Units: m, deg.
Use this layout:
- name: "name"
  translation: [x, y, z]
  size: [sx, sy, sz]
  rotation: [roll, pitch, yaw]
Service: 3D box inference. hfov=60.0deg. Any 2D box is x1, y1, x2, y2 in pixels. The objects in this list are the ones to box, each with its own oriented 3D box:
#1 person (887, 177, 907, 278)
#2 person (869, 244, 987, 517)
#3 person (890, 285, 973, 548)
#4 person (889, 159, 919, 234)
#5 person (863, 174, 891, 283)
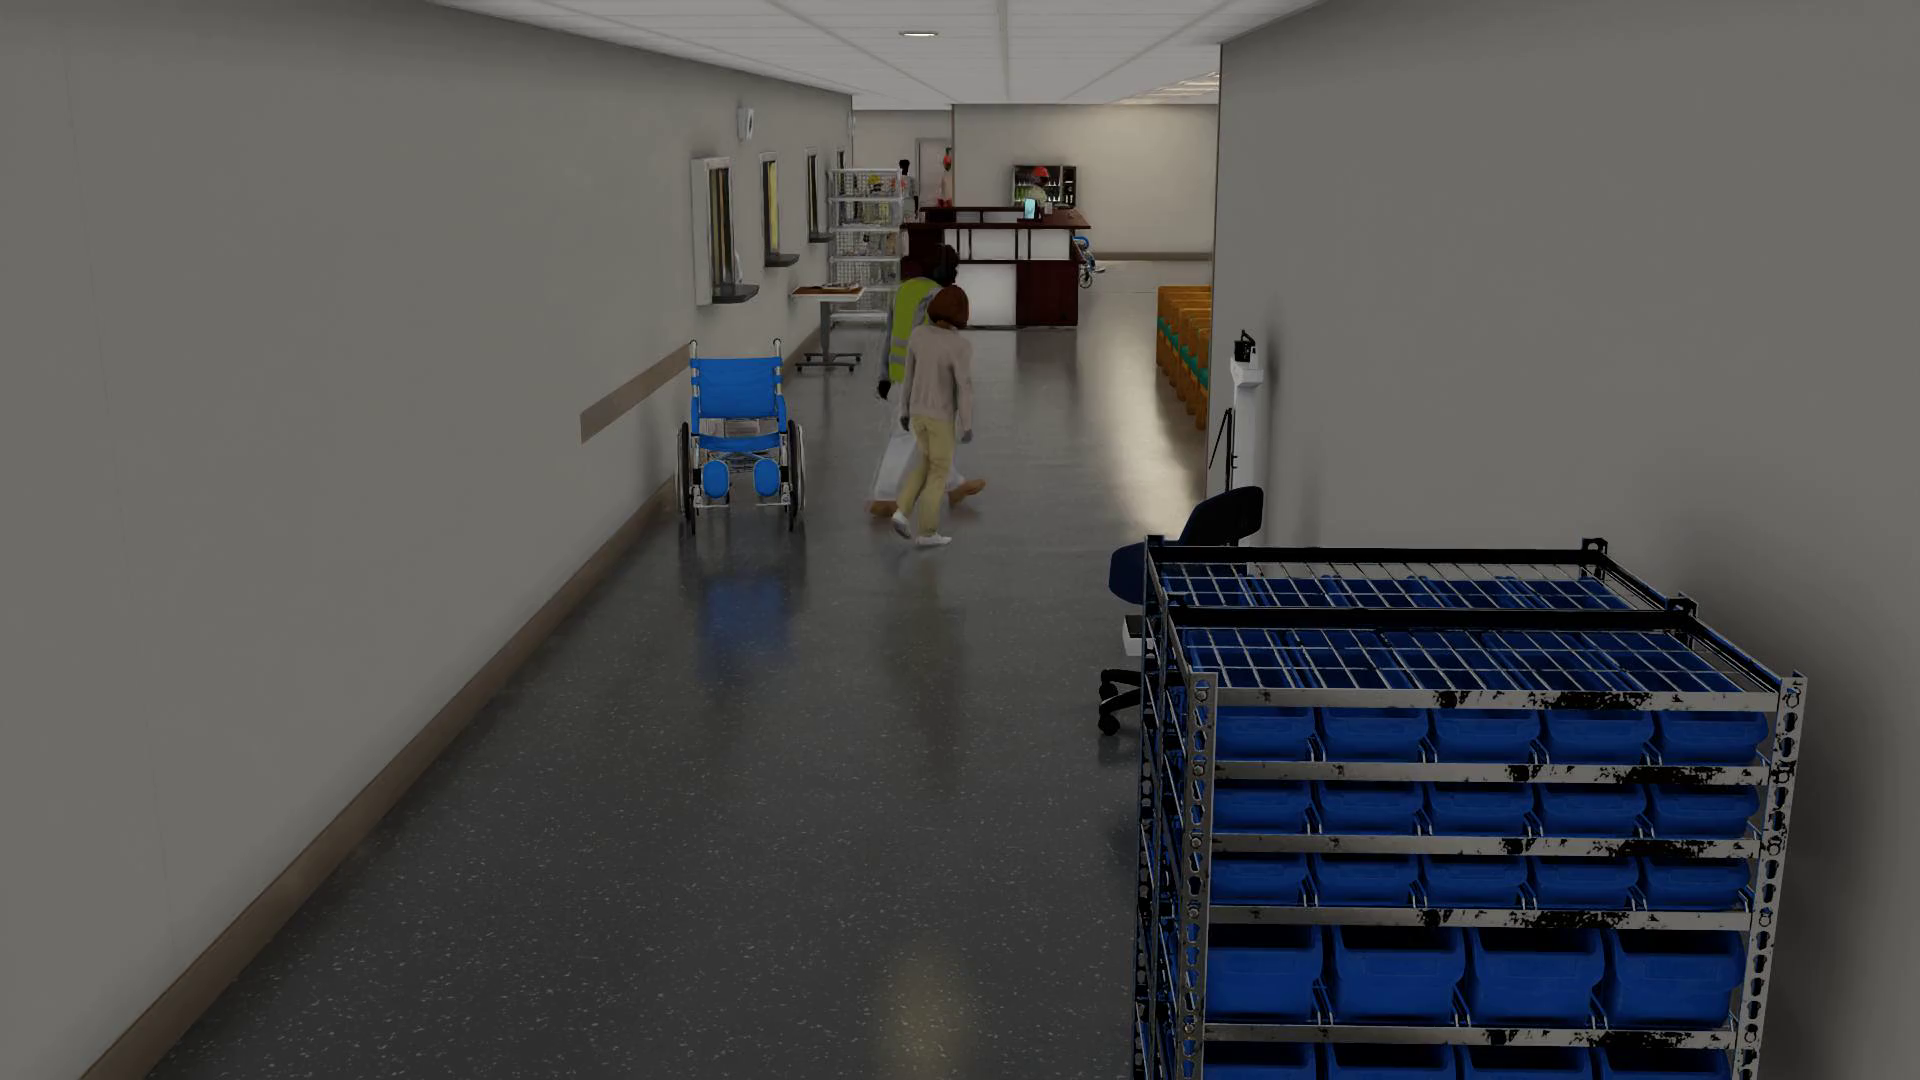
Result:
- name: "person"
  translation: [-1.119, -5.418, 28.847]
  size: [0.421, 1.731, 0.605]
  rotation: [9, 16, 33]
- name: "person"
  translation: [-0.208, -1.058, 11.042]
  size: [0.987, 1.783, 0.647]
  rotation: [-7, 16, -28]
- name: "person"
  translation: [-0.143, -0.734, 10.079]
  size: [0.393, 1.607, 0.540]
  rotation: [-13, 19, -43]
- name: "person"
  translation: [-1.107, -6.568, 33.037]
  size: [0.608, 1.966, 0.372]
  rotation: [1, 14, 6]
- name: "person"
  translation: [-1.363, -5.042, 27.158]
  size: [0.403, 1.819, 0.599]
  rotation: [10, 17, 36]
